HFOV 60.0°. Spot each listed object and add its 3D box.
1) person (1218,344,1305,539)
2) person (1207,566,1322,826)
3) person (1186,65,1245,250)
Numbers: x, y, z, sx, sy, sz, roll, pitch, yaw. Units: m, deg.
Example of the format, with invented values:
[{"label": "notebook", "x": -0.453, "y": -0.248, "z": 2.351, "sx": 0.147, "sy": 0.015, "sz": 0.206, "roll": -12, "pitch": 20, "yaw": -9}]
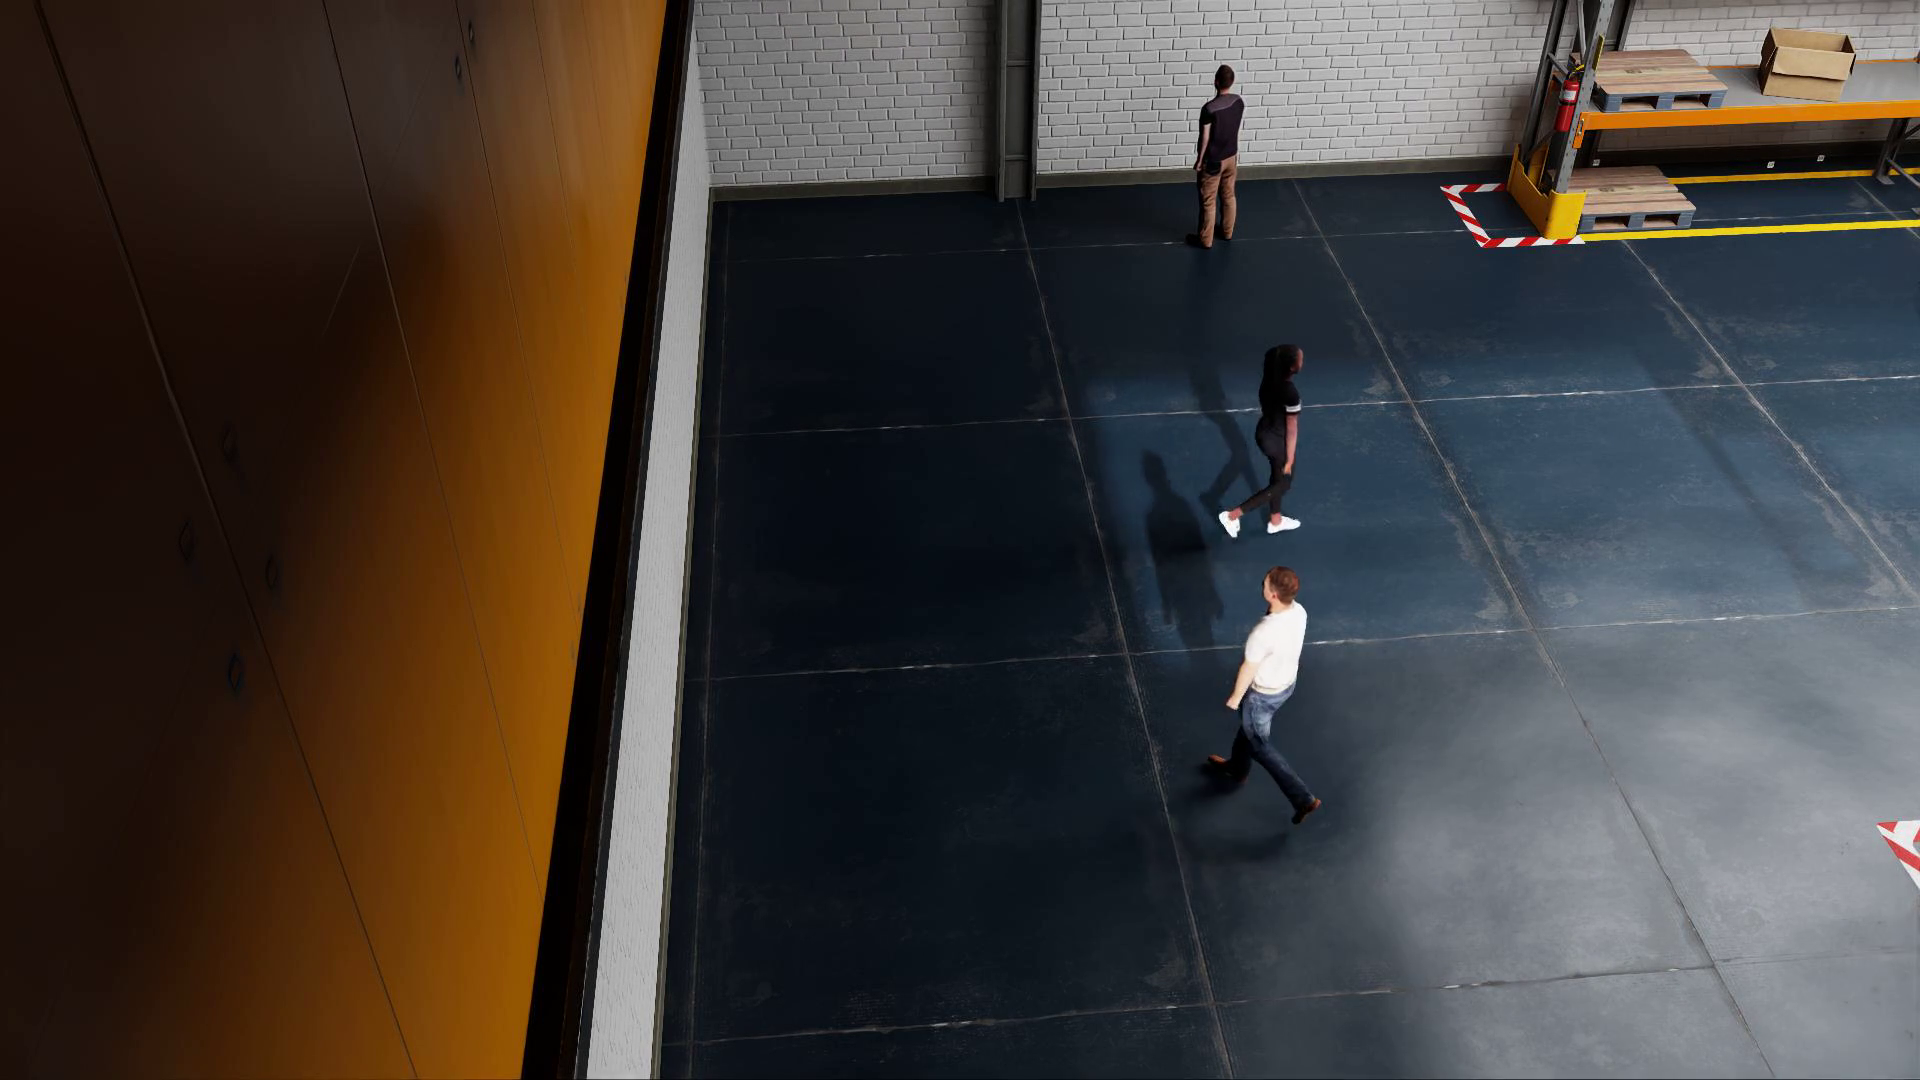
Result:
[{"label": "person", "x": 2.305, "y": -0.706, "z": 12.485, "sx": 1.012, "sy": 1.712, "sz": 0.725, "roll": -11, "pitch": 40, "yaw": -13}, {"label": "person", "x": 1.971, "y": 0.981, "z": 10.279, "sx": 1.182, "sy": 1.831, "sz": 1.151, "roll": 31, "pitch": 48, "yaw": 33}, {"label": "person", "x": 2.514, "y": -3.726, "z": 16.164, "sx": 0.712, "sy": 1.841, "sz": 0.839, "roll": -23, "pitch": 44, "yaw": -26}]
